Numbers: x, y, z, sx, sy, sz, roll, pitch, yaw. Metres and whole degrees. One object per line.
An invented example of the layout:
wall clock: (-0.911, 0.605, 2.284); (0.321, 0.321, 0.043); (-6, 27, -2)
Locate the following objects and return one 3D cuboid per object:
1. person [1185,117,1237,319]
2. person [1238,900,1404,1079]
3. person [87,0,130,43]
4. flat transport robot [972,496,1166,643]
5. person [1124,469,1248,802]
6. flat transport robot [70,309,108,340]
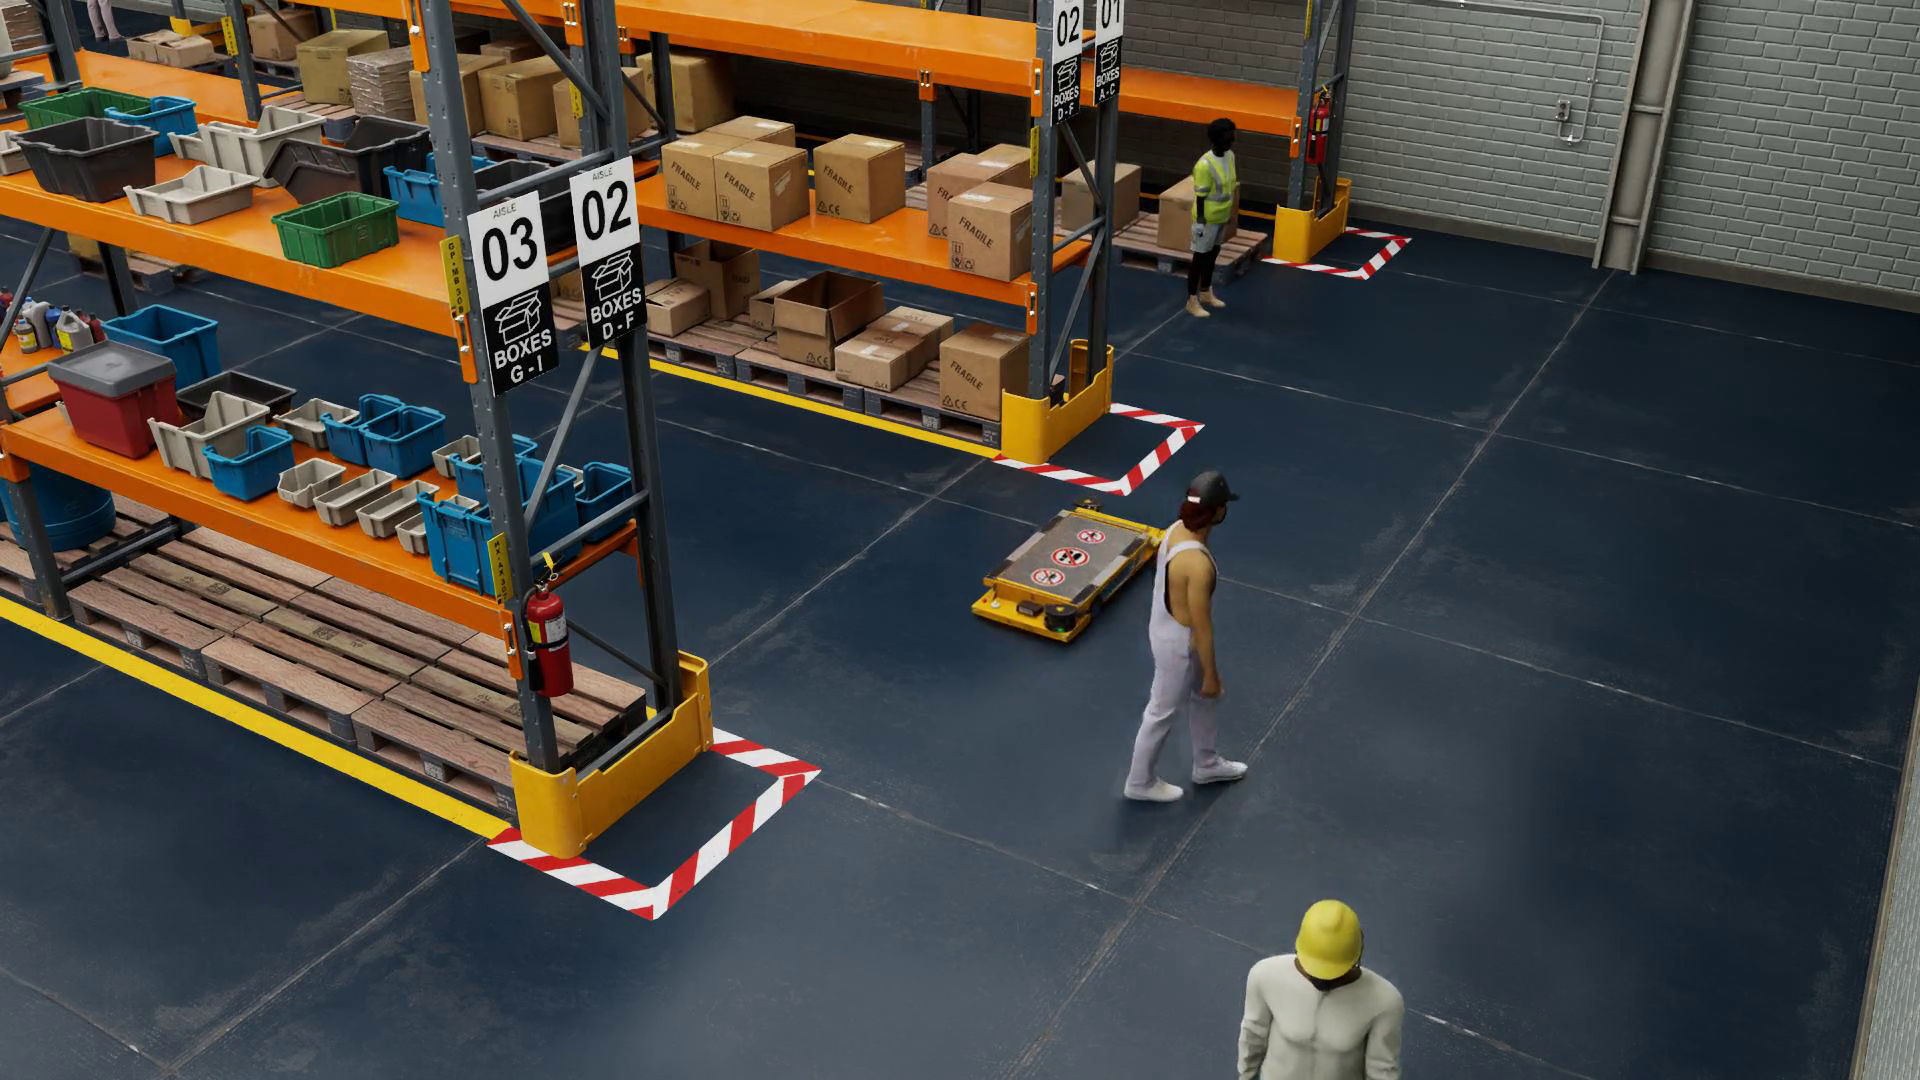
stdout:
person: (2.137, -2.729, 14.061); (0.317, 1.695, 0.539); (20, 35, 32)
person: (1.193, 1.945, 5.623); (0.538, 1.739, 0.714); (6, 30, 11)
person: (-12.053, -7.852, 23.110); (0.562, 1.839, 0.390); (12, 31, 20)
flat transport robot: (0.713, 0.164, 10.340); (0.659, 0.231, 1.431); (16, 33, 27)
person: (1.196, 0.514, 8.114); (0.793, 1.814, 0.545); (-2, 29, -4)
flat transport robot: (-7.123, -1.542, 13.400); (1.431, 0.231, 0.659); (19, 34, 30)
